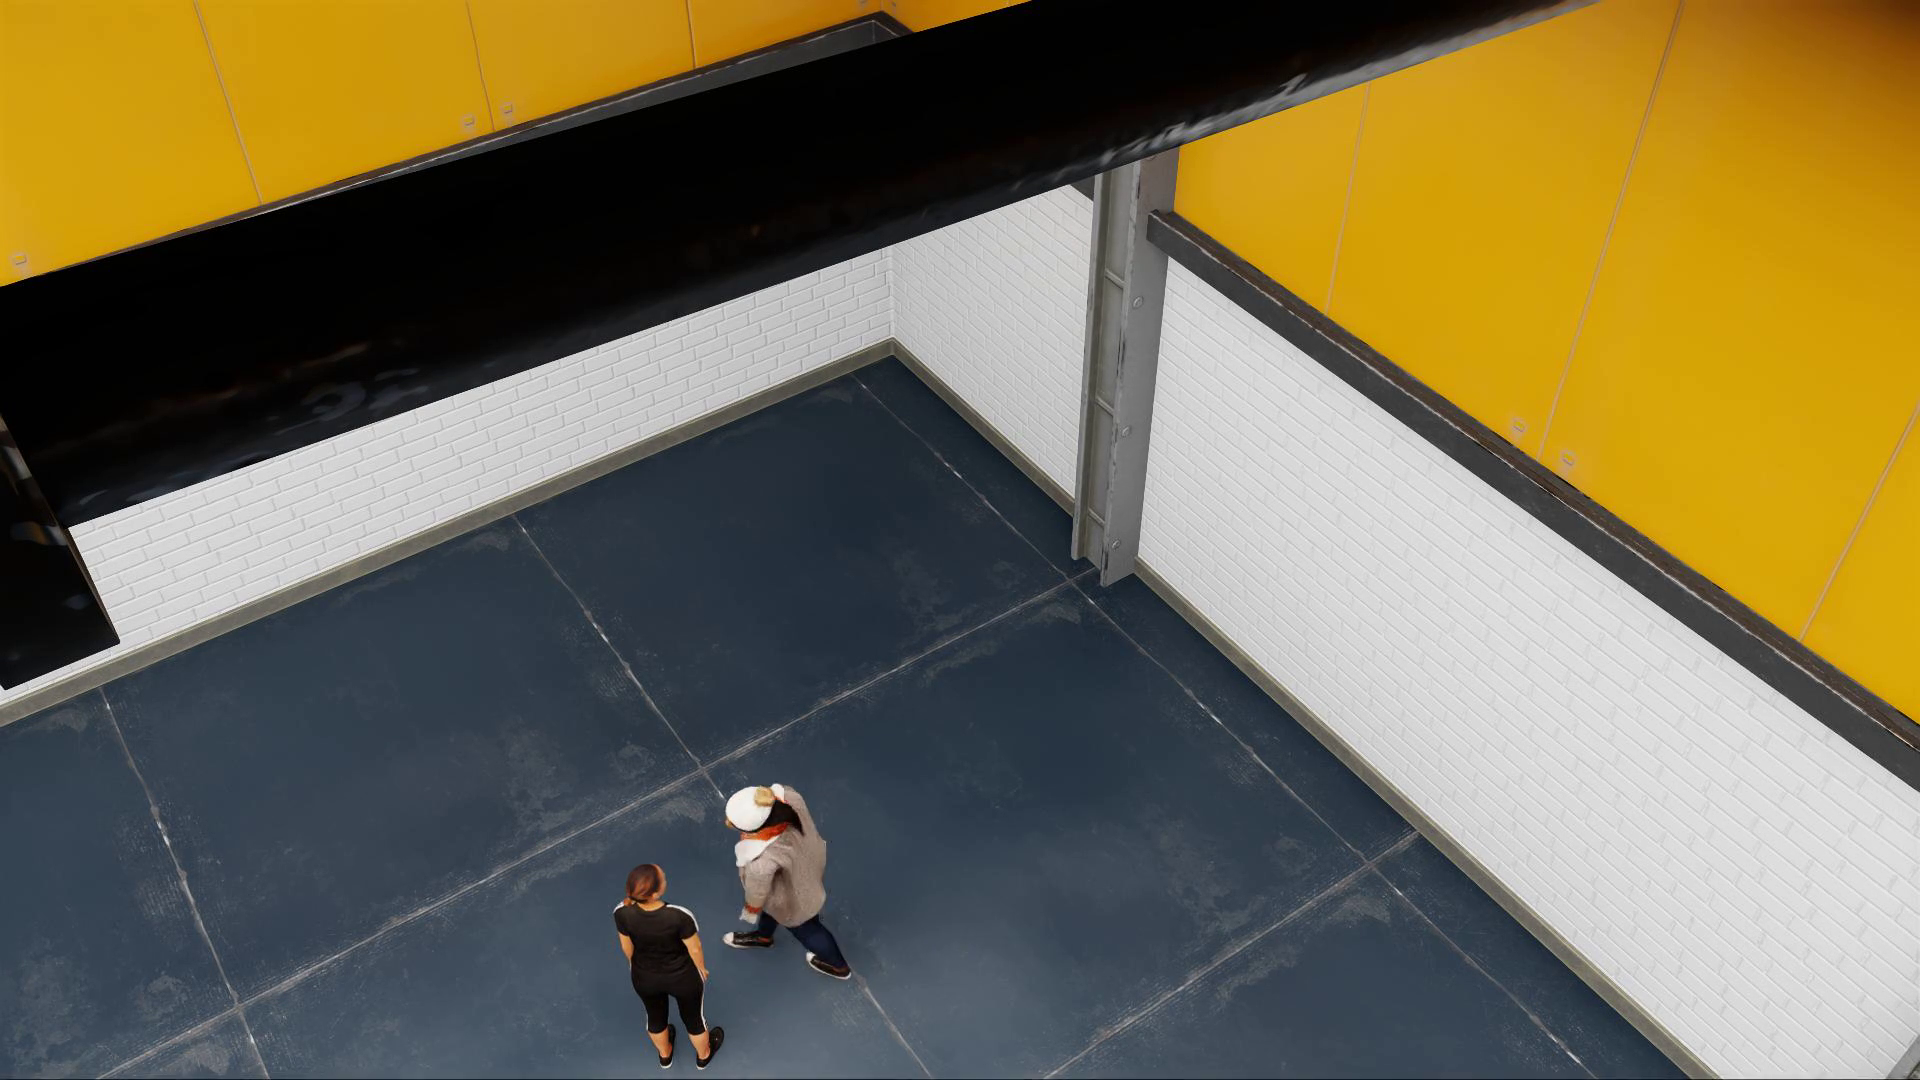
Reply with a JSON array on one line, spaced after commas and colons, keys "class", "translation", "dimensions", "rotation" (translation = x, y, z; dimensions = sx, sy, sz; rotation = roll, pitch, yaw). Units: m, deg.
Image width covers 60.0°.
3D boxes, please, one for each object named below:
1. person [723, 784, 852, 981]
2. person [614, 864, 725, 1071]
[{"class": "person", "translation": [-0.857, 1.827, 9.040], "dimensions": [1.154, 1.843, 1.107], "rotation": [11, 45, 12]}, {"class": "person", "translation": [-1.541, 2.252, 8.722], "dimensions": [0.652, 1.668, 0.702], "rotation": [5, 44, 5]}]
